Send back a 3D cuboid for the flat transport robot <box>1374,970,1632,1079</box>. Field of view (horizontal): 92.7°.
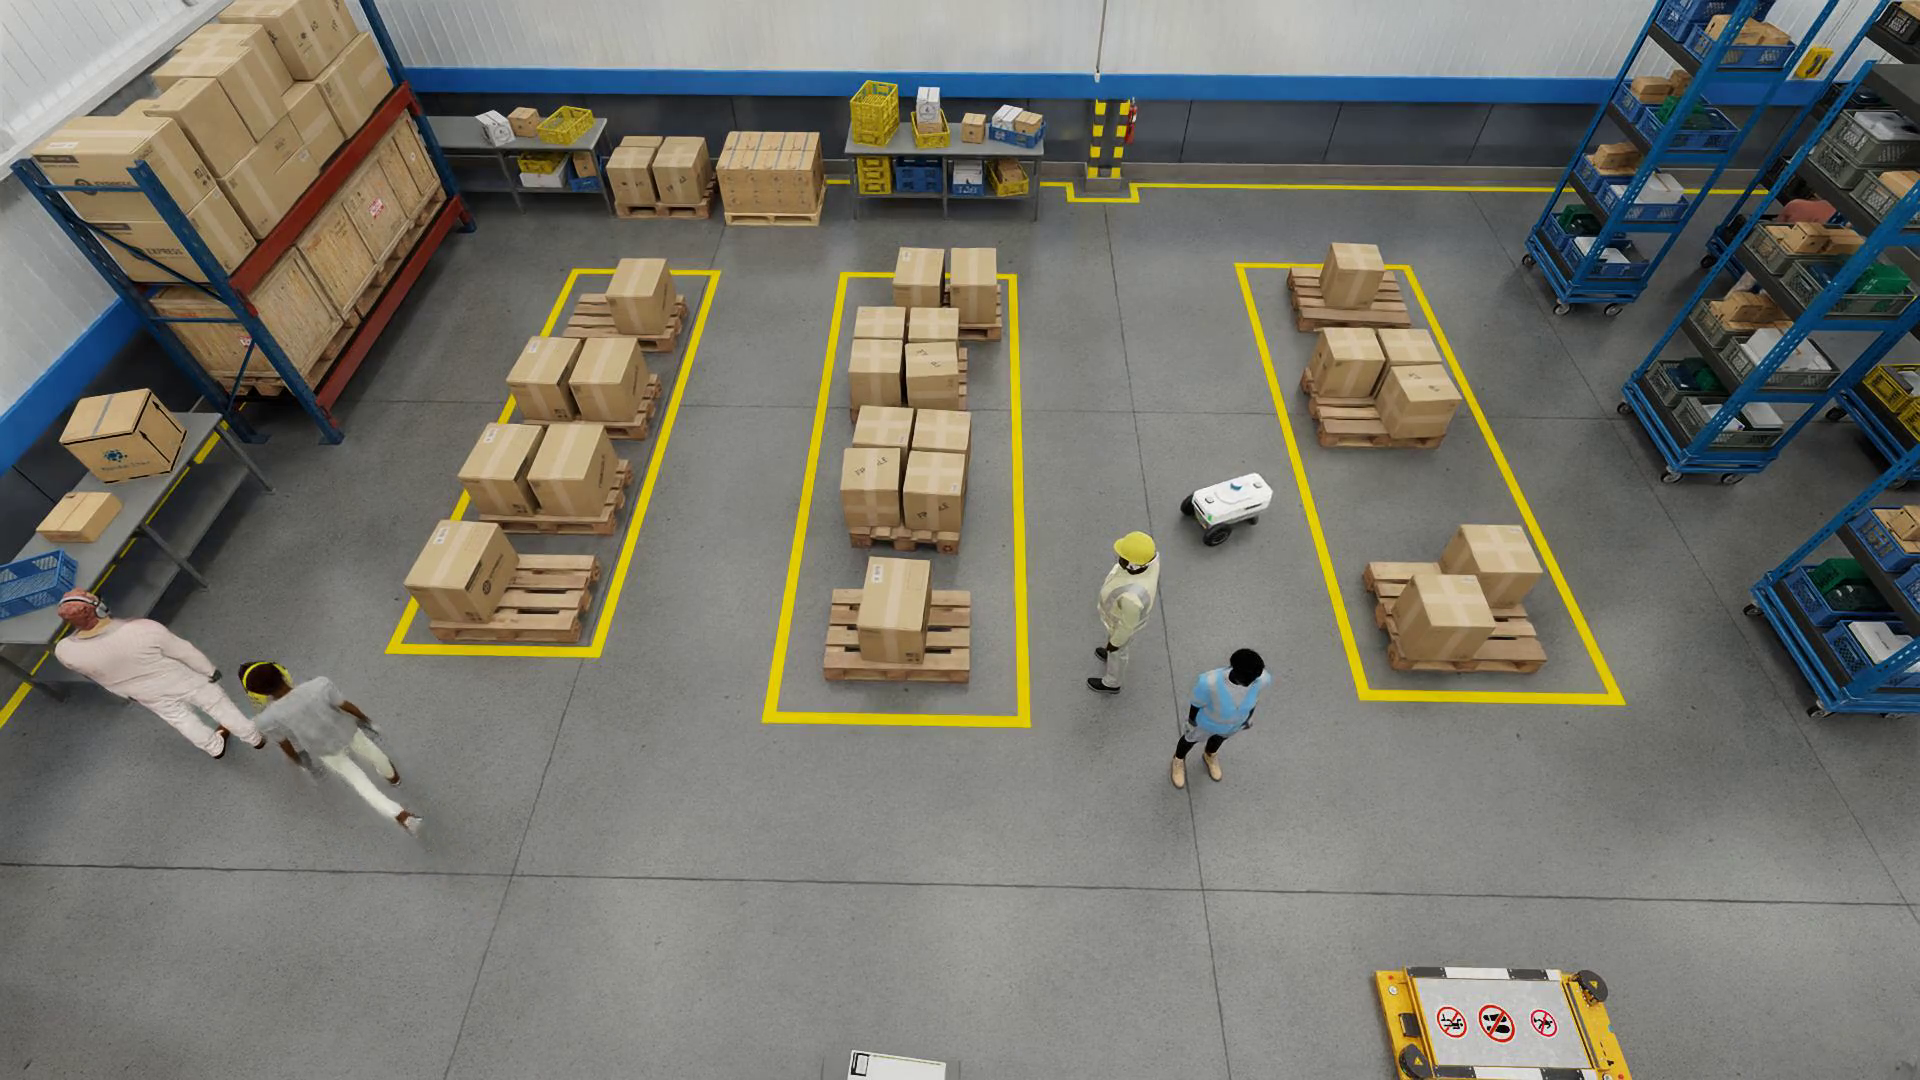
[{"bbox_3d":[3.501,3.133,5.914,1.431,0.197,0.652,1,51,1],"label":"flat transport robot"}]

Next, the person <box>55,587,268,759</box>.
[{"bbox_3d":[-5.748,0.982,6.629,0.636,1.900,0.401,-17,53,-13],"label":"person"}]

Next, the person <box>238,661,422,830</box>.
[{"bbox_3d":[-4.288,1.420,6.314,0.801,1.838,0.508,32,58,23],"label":"person"}]

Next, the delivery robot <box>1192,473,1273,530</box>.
[{"bbox_3d":[2.529,-0.374,8.532,0.707,0.478,0.477,-17,53,-13],"label":"delivery robot"}]

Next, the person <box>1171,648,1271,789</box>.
[{"bbox_3d":[1.846,1.262,6.527,0.532,1.693,0.319,-7,51,-6],"label":"person"}]

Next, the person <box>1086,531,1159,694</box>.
[{"bbox_3d":[1.245,0.558,7.012,0.404,1.831,0.600,16,52,12],"label":"person"}]

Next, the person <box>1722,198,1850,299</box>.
[{"bbox_3d":[8.802,-2.990,9.814,0.412,1.979,0.631,-34,59,-25],"label":"person"}]
